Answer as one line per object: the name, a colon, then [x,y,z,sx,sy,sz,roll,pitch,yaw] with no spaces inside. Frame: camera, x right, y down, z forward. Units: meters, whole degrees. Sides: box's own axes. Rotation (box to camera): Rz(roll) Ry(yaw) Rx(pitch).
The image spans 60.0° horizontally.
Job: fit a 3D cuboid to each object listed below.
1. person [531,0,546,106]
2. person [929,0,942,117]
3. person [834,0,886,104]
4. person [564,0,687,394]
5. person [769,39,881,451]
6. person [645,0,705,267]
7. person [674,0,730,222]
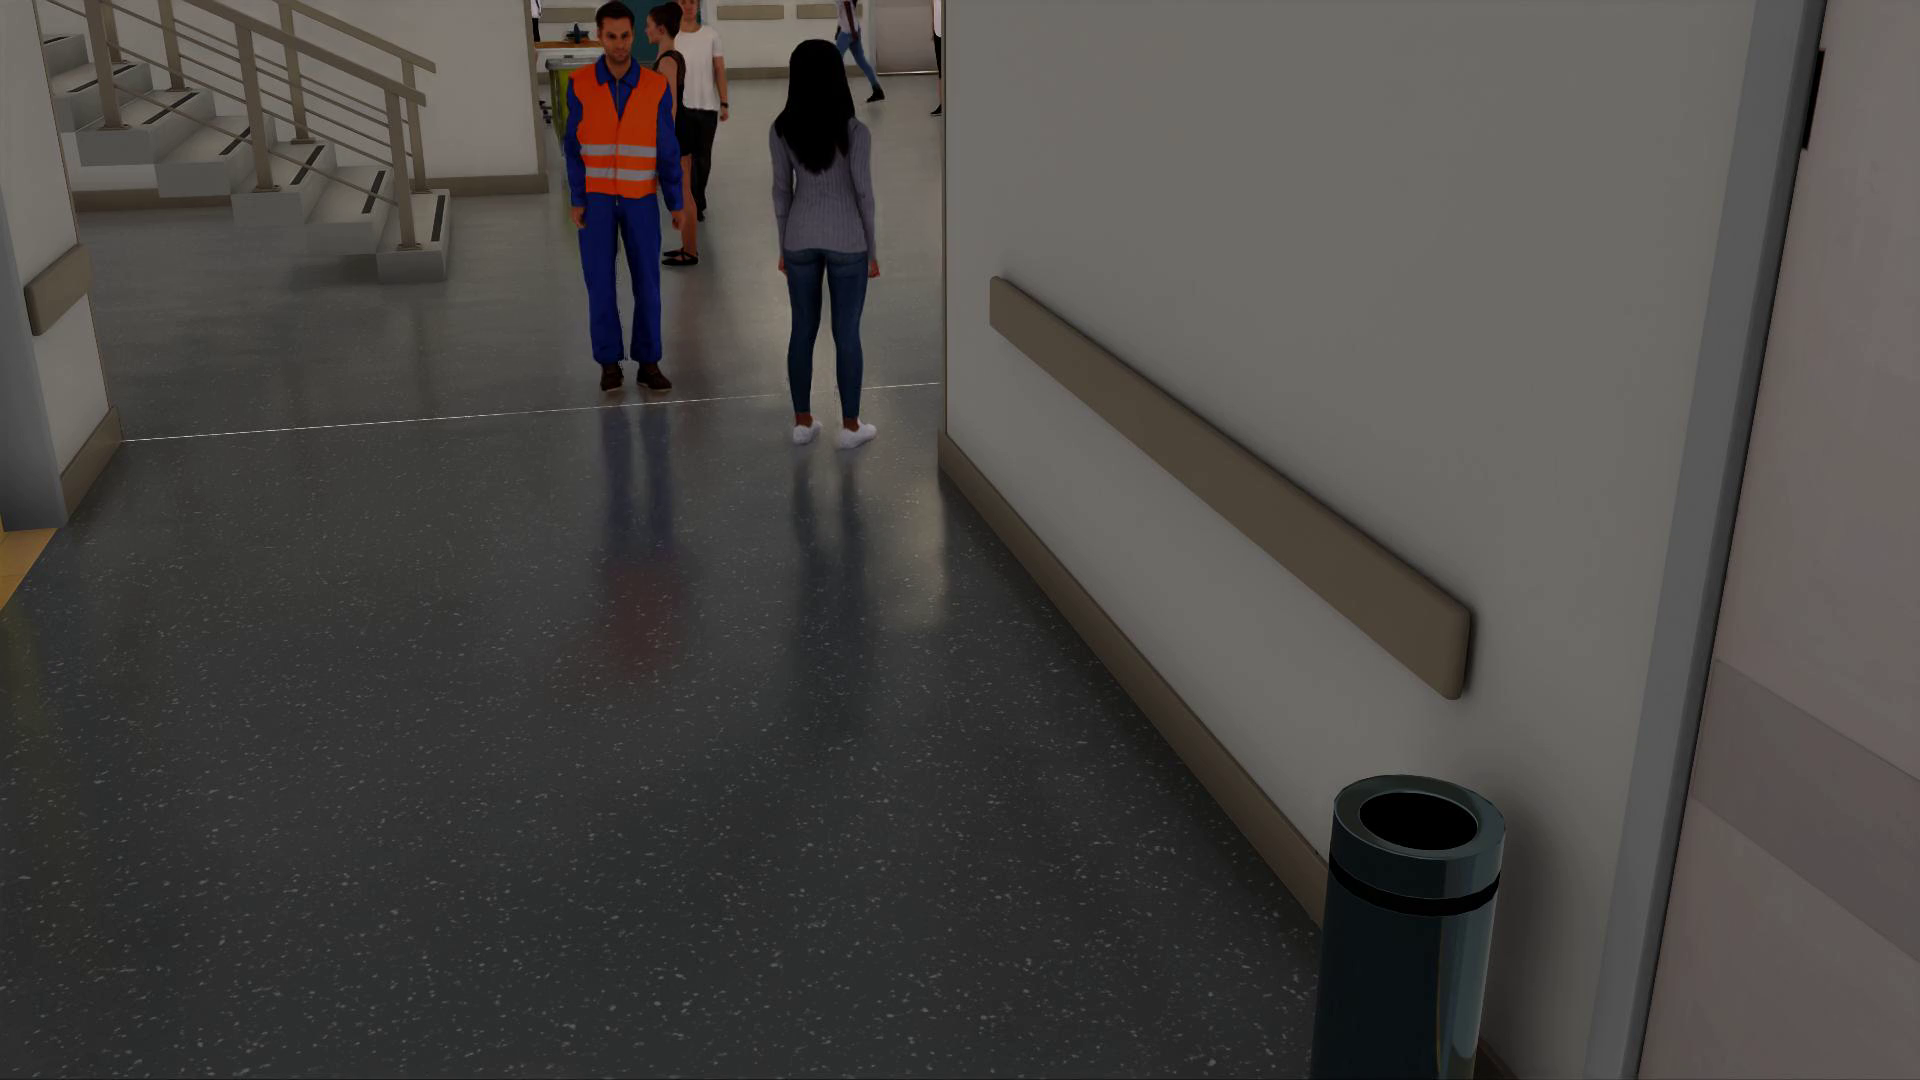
person: [-5.200,-6.095,20.073,0.579,1.634,0.598,0,21,-1]
person: [-0.129,-5.731,18.896,0.678,1.787,0.727,13,24,31]
person: [-1.256,-6.029,19.845,1.213,1.672,0.871,3,21,7]
person: [-1.622,-1.600,7.910,0.565,1.843,0.761,-6,22,-16]
person: [-0.580,-1.248,7.132,0.643,1.735,0.748,6,22,15]
person: [-1.883,-2.662,10.949,0.613,1.677,0.620,-1,21,-4]
person: [-2.004,-3.284,12.537,1.001,1.684,0.707,-5,21,-12]
